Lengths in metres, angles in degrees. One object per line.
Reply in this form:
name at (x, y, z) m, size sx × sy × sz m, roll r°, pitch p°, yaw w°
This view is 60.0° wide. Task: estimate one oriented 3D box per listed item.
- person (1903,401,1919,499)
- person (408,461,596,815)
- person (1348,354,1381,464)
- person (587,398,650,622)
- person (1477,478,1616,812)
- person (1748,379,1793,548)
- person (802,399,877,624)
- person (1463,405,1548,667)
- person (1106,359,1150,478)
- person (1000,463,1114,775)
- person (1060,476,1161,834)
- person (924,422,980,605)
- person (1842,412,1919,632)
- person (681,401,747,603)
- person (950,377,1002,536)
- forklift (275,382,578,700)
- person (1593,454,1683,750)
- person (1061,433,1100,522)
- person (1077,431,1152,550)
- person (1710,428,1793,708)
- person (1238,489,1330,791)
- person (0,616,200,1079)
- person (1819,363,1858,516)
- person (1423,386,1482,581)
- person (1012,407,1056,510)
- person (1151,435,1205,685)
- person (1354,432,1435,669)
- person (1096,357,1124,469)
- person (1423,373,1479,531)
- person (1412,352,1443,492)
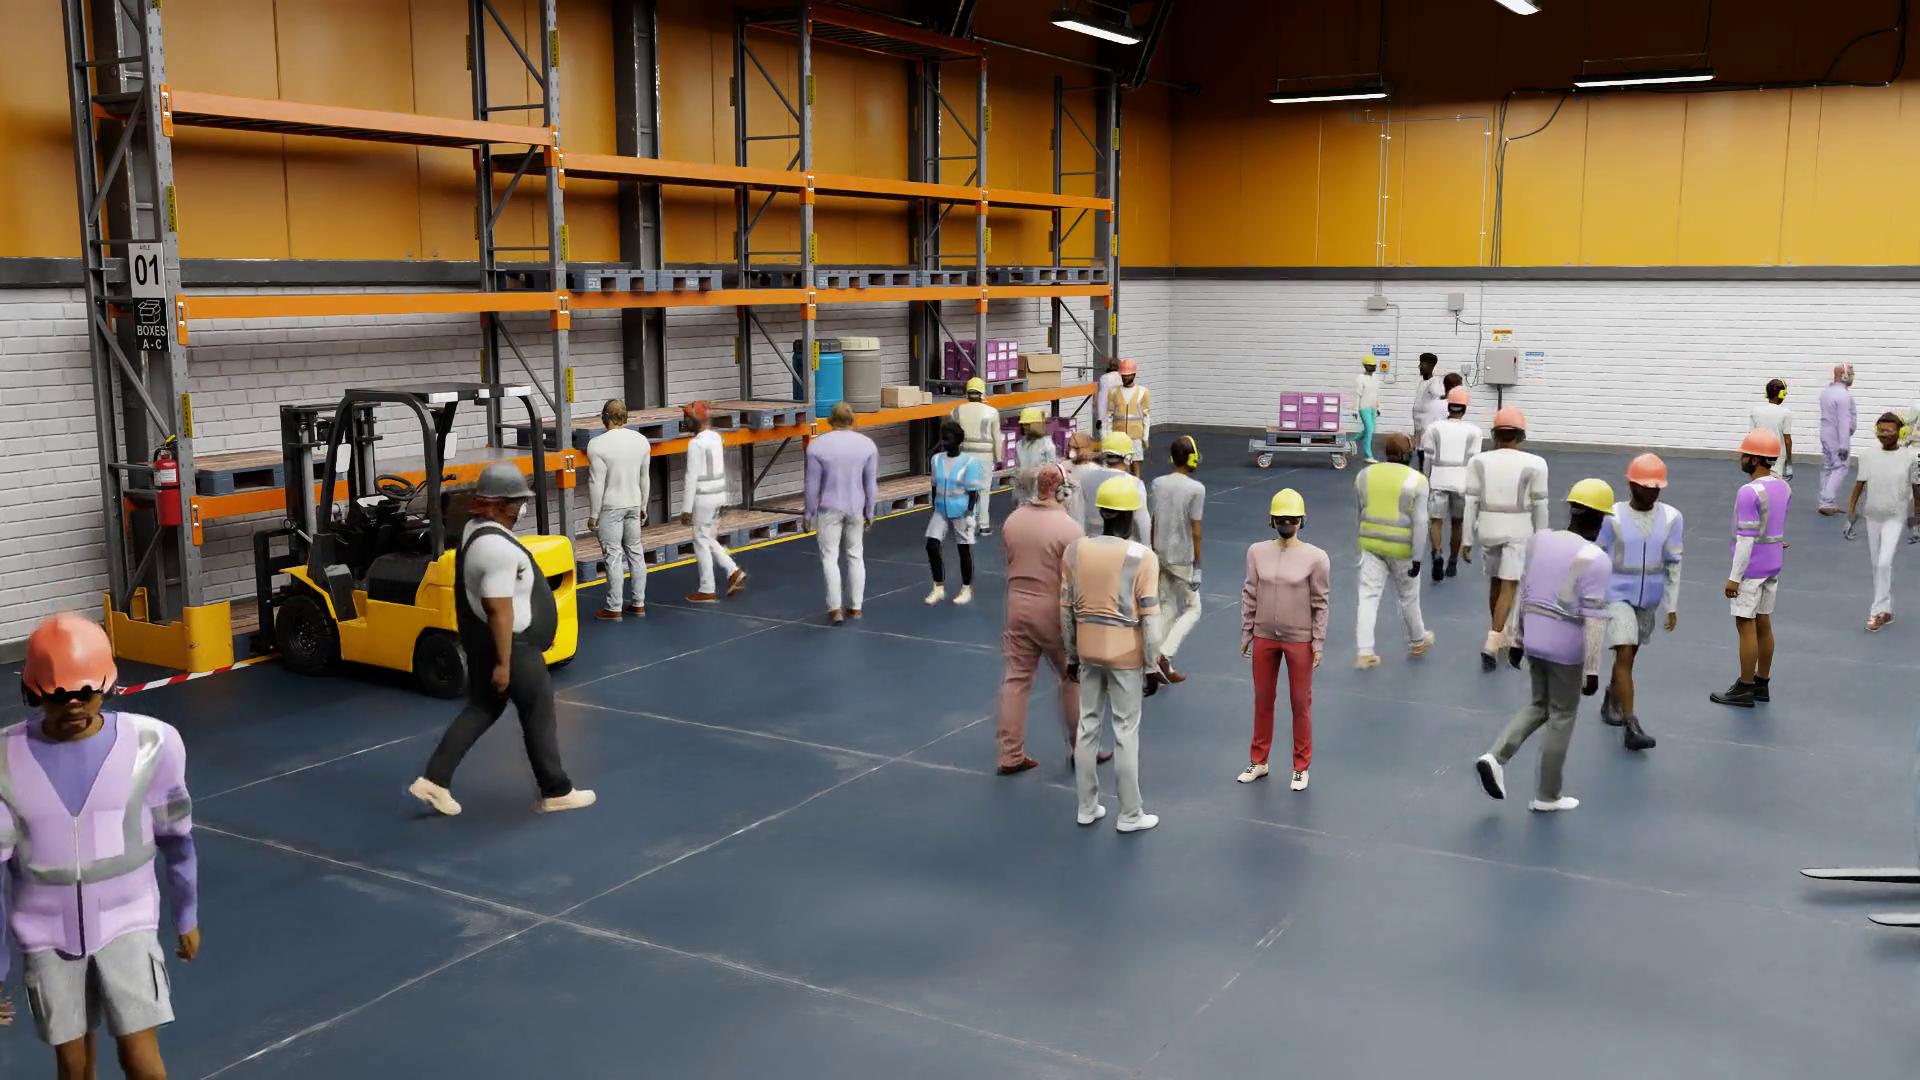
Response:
person at (12.526, -1.243, 21.567) m, size 0.553 × 1.608 × 0.659 m, roll 4°, pitch 10°, yaw 23°
person at (-2.577, 0.529, 9.176) m, size 0.940 × 2.000 × 0.683 m, roll -6°, pitch 11°, yaw -32°
person at (6.466, -2.107, 26.533) m, size 0.536 × 1.737 × 0.622 m, roll -7°, pitch 12°, yaw -38°
person at (-2.965, -0.263, 14.435) m, size 0.362 × 1.939 × 0.636 m, roll 8°, pitch 12°, yaw 40°
person at (3.273, 0.603, 9.184) m, size 0.642 × 1.888 × 0.642 m, roll -4°, pitch 10°, yaw -24°
person at (8.898, -0.838, 18.260) m, size 0.326 × 1.865 × 0.519 m, roll -6°, pitch 11°, yaw -35°
person at (-1.032, -0.244, 14.360) m, size 0.632 × 1.950 × 0.426 m, roll -4°, pitch 10°, yaw -22°
person at (4.209, -0.042, 12.886) m, size 0.618 × 2.003 × 1.044 m, roll 6°, pitch 11°, yaw 32°
person at (2.135, -1.329, 21.151) m, size 0.556 × 1.933 × 0.514 m, roll 2°, pitch 9°, yaw 12°
person at (0.570, 0.468, 10.079) m, size 0.665 × 1.873 × 0.837 m, roll 9°, pitch 12°, yaw 43°
person at (0.821, 0.616, 8.984) m, size 0.589 × 1.927 × 0.386 m, roll 6°, pitch 11°, yaw 35°
person at (-0.088, -0.225, 15.012) m, size 0.549 × 1.678 × 0.572 m, roll 6°, pitch 11°, yaw 32°
person at (7.746, -0.152, 14.031) m, size 0.788 × 1.838 × 0.540 m, roll -8°, pitch 12°, yaw -39°
person at (-2.274, -0.341, 15.150) m, size 0.477 × 1.865 × 0.609 m, roll 2°, pitch 9°, yaw 14°
person at (0.172, -0.951, 19.093) m, size 0.611 × 1.828 × 0.404 m, roll 3°, pitch 10°, yaw 19°
forklift at (-3.974, -0.067, 12.417) m, size 2.313 × 2.155 × 1.214 m, roll 5°, pitch 11°, yaw 30°
person at (4.339, 0.365, 10.750) m, size 0.545 × 1.879 × 1.017 m, roll 0°, pitch 9°, yaw 0°
person at (1.084, -0.183, 15.032) m, size 0.865 × 1.591 × 0.510 m, roll -8°, pitch 12°, yaw -41°
person at (1.247, 0.047, 12.965) m, size 0.617 × 1.781 × 0.945 m, roll 9°, pitch 12°, yaw 43°
person at (5.512, 0.194, 11.577) m, size 0.545 × 1.942 × 0.354 m, roll -7°, pitch 12°, yaw -38°
person at (1.889, 0.576, 9.727) m, size 0.526 × 1.772 × 0.303 m, roll 5°, pitch 11°, yaw 30°
person at (-2.669, 1.200, 5.096) m, size 0.616 × 2.010 × 0.538 m, roll -4°, pitch 10°, yaw -24°
person at (10.940, -1.251, 20.727) m, size 0.405 × 1.913 × 0.658 m, roll 1°, pitch 9°, yaw 6°
person at (4.800, -0.545, 16.263) m, size 0.549 × 1.917 × 0.808 m, roll 2°, pitch 9°, yaw 15°
person at (0.695, -0.413, 16.006) m, size 0.502 × 1.734 × 0.395 m, roll 8°, pitch 12°, yaw 41°
person at (1.538, 0.166, 12.053) m, size 0.477 × 1.851 × 0.531 m, roll -9°, pitch 13°, yaw -44°
person at (3.354, 0.062, 12.835) m, size 0.642 × 1.790 × 0.945 m, roll 7°, pitch 12°, yaw 39°
person at (2.153, -1.716, 23.946) m, size 0.433 × 1.806 × 0.738 m, roll 8°, pitch 12°, yaw 41°
person at (5.678, -1.017, 19.389) m, size 1.048 × 1.858 × 0.611 m, roll -2°, pitch 9°, yaw -12°
person at (6.220, -1.525, 22.224) m, size 0.361 × 1.965 × 0.613 m, roll -1°, pitch 9°, yaw -4°
